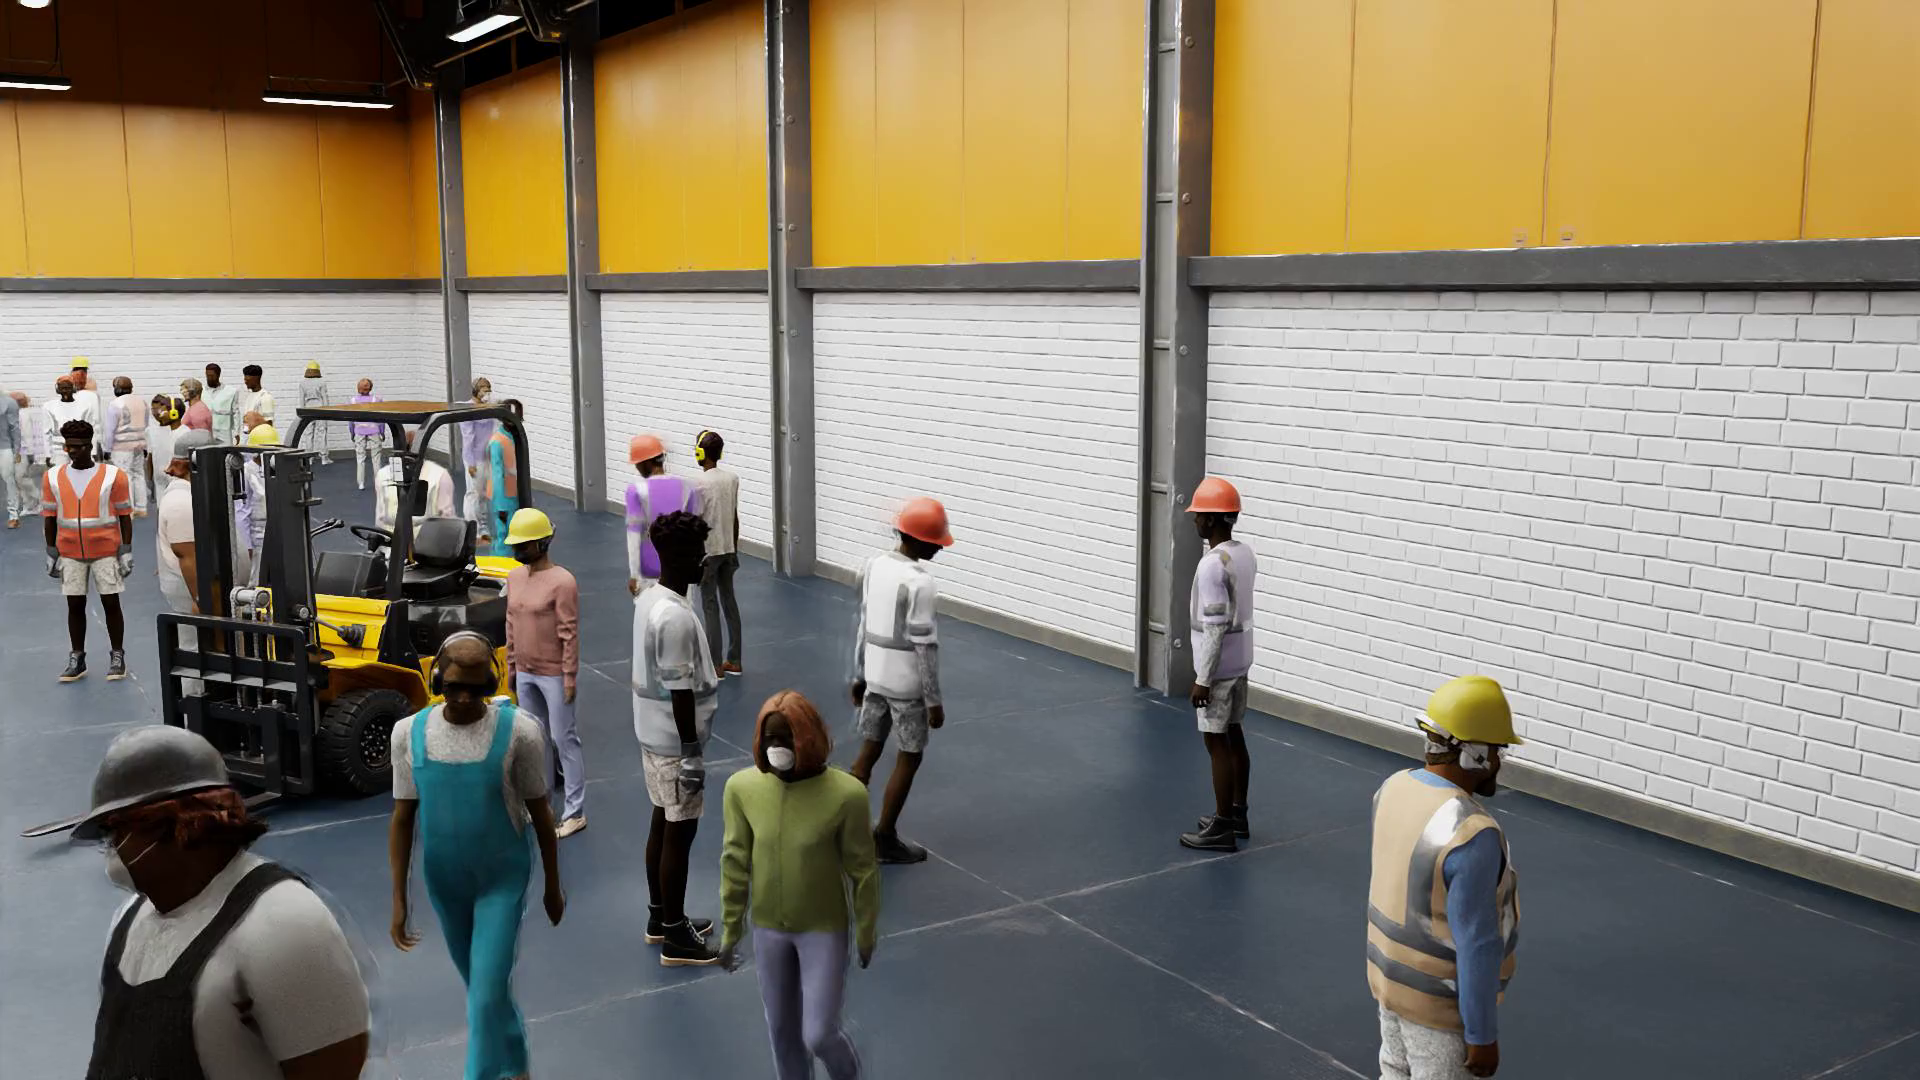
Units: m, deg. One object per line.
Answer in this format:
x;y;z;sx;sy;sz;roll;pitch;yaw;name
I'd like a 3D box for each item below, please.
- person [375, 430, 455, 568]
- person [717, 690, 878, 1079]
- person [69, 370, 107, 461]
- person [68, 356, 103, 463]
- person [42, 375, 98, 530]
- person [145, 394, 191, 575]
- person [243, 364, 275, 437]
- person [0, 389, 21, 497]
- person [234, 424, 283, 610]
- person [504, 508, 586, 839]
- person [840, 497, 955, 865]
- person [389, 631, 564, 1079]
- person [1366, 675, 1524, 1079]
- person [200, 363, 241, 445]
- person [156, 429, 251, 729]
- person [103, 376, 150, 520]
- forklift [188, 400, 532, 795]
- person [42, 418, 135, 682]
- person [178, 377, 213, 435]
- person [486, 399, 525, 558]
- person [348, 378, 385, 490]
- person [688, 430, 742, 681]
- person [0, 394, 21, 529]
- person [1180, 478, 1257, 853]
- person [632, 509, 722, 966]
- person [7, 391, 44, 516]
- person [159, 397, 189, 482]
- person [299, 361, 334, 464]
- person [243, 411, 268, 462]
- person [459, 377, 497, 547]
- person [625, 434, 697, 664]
-4.302;0.031;13.184;0.636;1.812;0.835;0;8;-2;person
-0.521;1.278;5.417;0.505;1.623;0.358;3;9;18;person
-11.796;-1.333;22.215;0.896;1.848;0.611;3;9;17;person
-13.378;-1.853;25.470;0.388;1.927;0.589;-8;12;-44;person
-10.868;-1.069;20.335;0.581;1.882;0.339;-4;10;-27;person
-8.070;-0.560;16.998;0.511;1.862;0.324;1;9;7;person
-9.231;-1.340;21.928;0.375;1.958;0.607;-8;12;-44;person
-13.167;-1.430;22.621;0.678;1.932;0.669;3;9;22;person
-5.591;-0.021;13.443;0.403;1.830;0.599;2;9;15;person
-2.223;0.703;8.812;0.536;1.763;0.331;6;10;34;person
-0.346;0.703;8.396;0.436;1.882;0.738;-7;11;-39;person
-1.625;1.174;5.563;0.509;1.793;0.896;1;9;7;person
1.377;1.282;4.750;0.422;1.816;0.585;-1;9;-9;person
-10.336;-1.508;23.186;0.591;1.916;0.382;-1;8;-6;person
-4.779;0.304;10.552;0.536;2.000;0.688;-4;9;-24;person
-10.595;-1.165;21.164;0.429;1.838;0.631;2;9;14;person
-3.529;0.258;10.348;1.214;2.155;2.313;4;9;25;forklift
-6.464;0.076;12.341;0.614;1.963;0.362;-2;9;-11;person
-8.582;-0.858;18.731;0.372;1.940;0.630;-4;9;-26;person
-4.193;-0.376;15.597;0.526;1.897;0.616;2;9;11;person
-8.675;-1.544;24.358;0.511;1.641;0.309;-1;9;-7;person
-1.846;0.115;12.404;0.327;1.871;0.514;6;10;35;person
-11.807;-1.084;20.310;0.631;1.929;0.391;-2;9;-15;person
1.323;0.642;8.624;0.375;1.935;0.550;5;10;29;person
-1.219;0.841;7.184;0.361;1.963;0.614;-3;9;-22;person
-12.072;-1.104;21.430;0.353;1.623;0.532;-6;10;-35;person
-7.674;-0.471;16.395;0.312;1.859;0.596;-5;10;-29;person
-10.862;-2.139;28.048;0.484;1.736;0.310;0;8;3;person
-7.520;-0.577;17.894;0.507;1.625;0.302;8;11;42;person
-5.477;-0.892;18.984;0.374;1.933;0.627;1;9;9;person
-2.171;0.160;12.106;0.617;1.858;1.022;-5;10;-31;person
